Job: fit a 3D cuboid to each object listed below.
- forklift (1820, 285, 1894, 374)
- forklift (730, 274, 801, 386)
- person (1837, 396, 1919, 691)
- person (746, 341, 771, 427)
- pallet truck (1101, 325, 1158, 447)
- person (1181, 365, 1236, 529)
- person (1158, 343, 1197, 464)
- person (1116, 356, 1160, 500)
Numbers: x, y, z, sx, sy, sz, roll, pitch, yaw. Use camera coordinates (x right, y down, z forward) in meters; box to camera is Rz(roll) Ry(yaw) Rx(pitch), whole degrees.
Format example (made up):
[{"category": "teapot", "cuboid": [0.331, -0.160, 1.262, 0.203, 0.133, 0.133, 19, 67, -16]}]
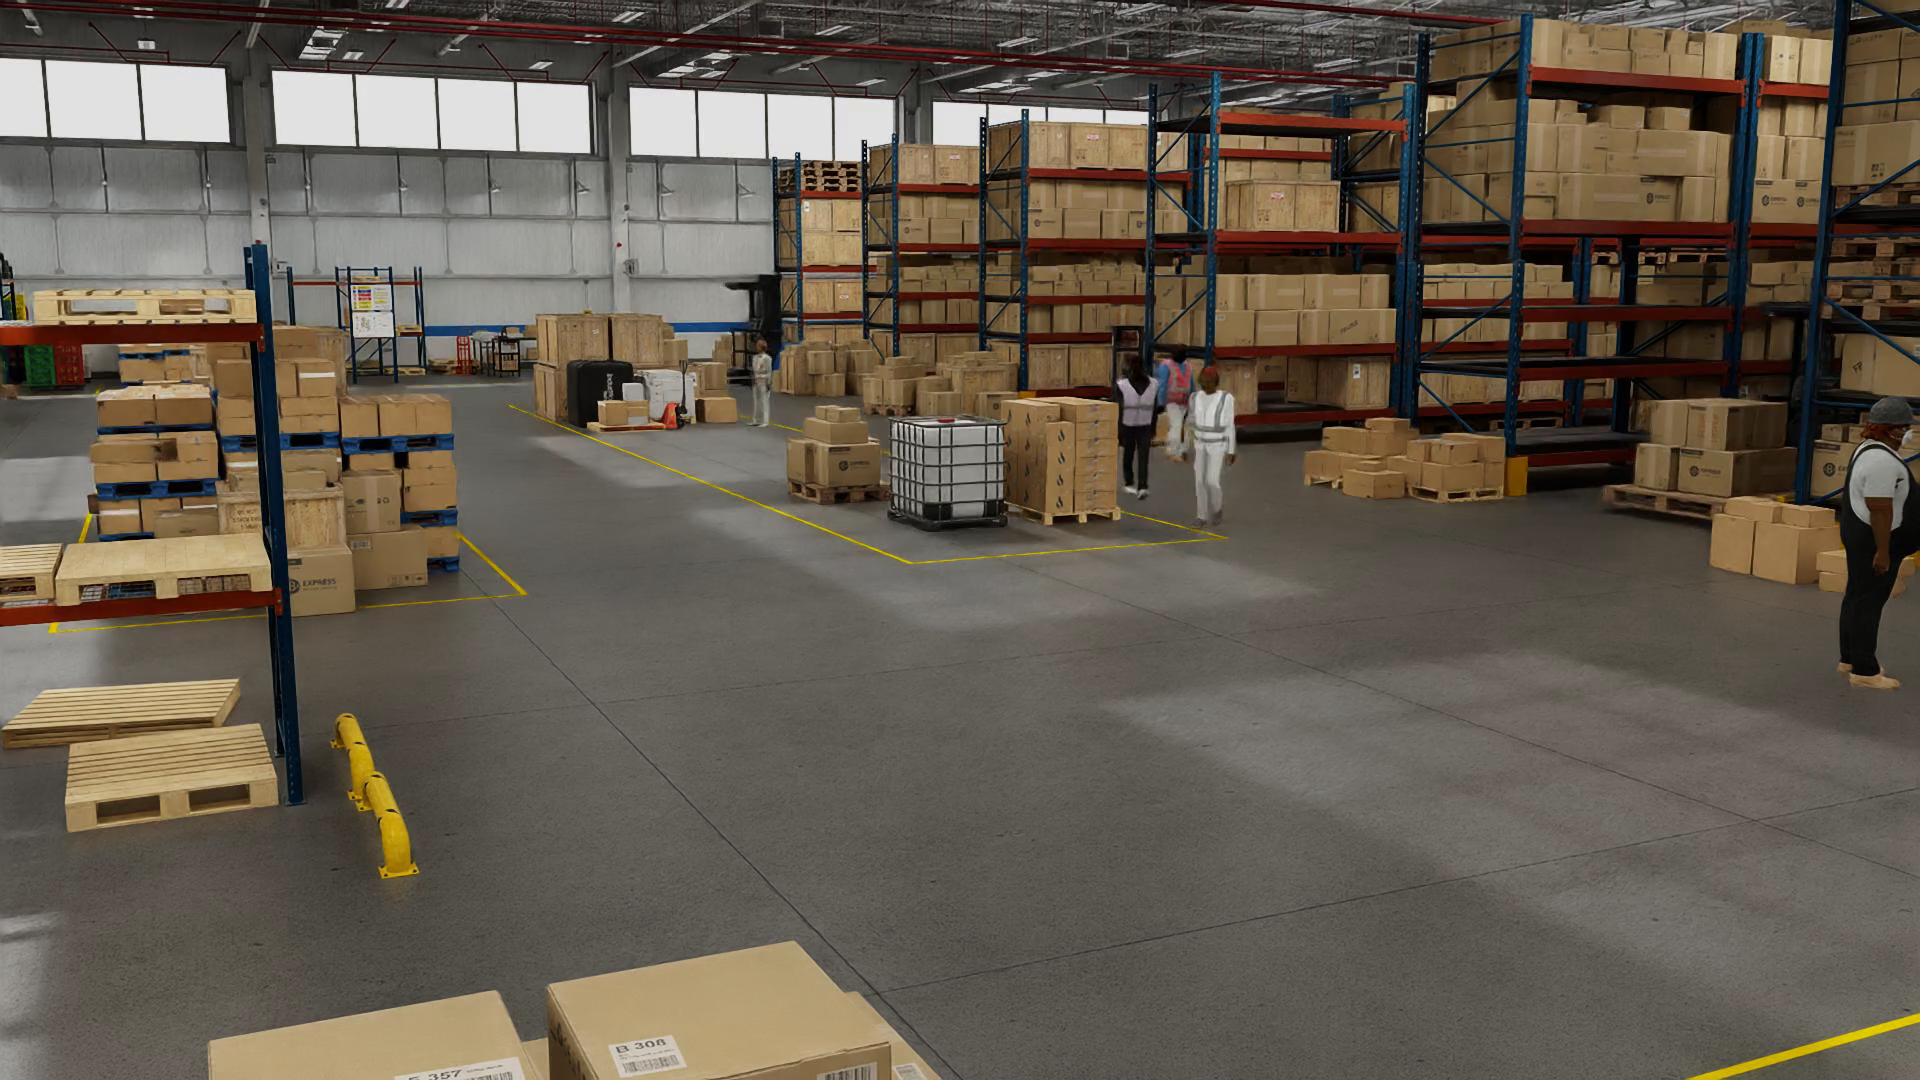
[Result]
[{"category": "forklift", "cuboid": [10.941, -1.836, 20.476, 1.873, 2.768, 1.129, -4, 10, -25]}, {"category": "forklift", "cuboid": [-4.800, -5.347, 42.260, 1.873, 2.768, 1.129, -4, 10, -25]}, {"category": "person", "cuboid": [6.458, 0.007, 11.642, 0.536, 2.000, 0.681, 3, 10, 19]}, {"category": "person", "cuboid": [-3.737, -2.898, 31.004, 0.584, 1.613, 0.318, 7, 11, 36]}, {"category": "pallet truck", "cuboid": [2.881, -2.596, 27.923, 0.823, 1.965, 1.885, -1, 9, -7]}, {"category": "person", "cuboid": [2.785, -1.024, 18.579, 0.696, 1.863, 0.441, 8, 12, 40]}, {"category": "person", "cuboid": [3.369, -2.065, 25.180, 0.651, 1.809, 0.823, -7, 11, -37]}, {"category": "person", "cuboid": [2.272, -1.443, 21.307, 0.586, 1.840, 1.046, -1, 9, -5]}]
